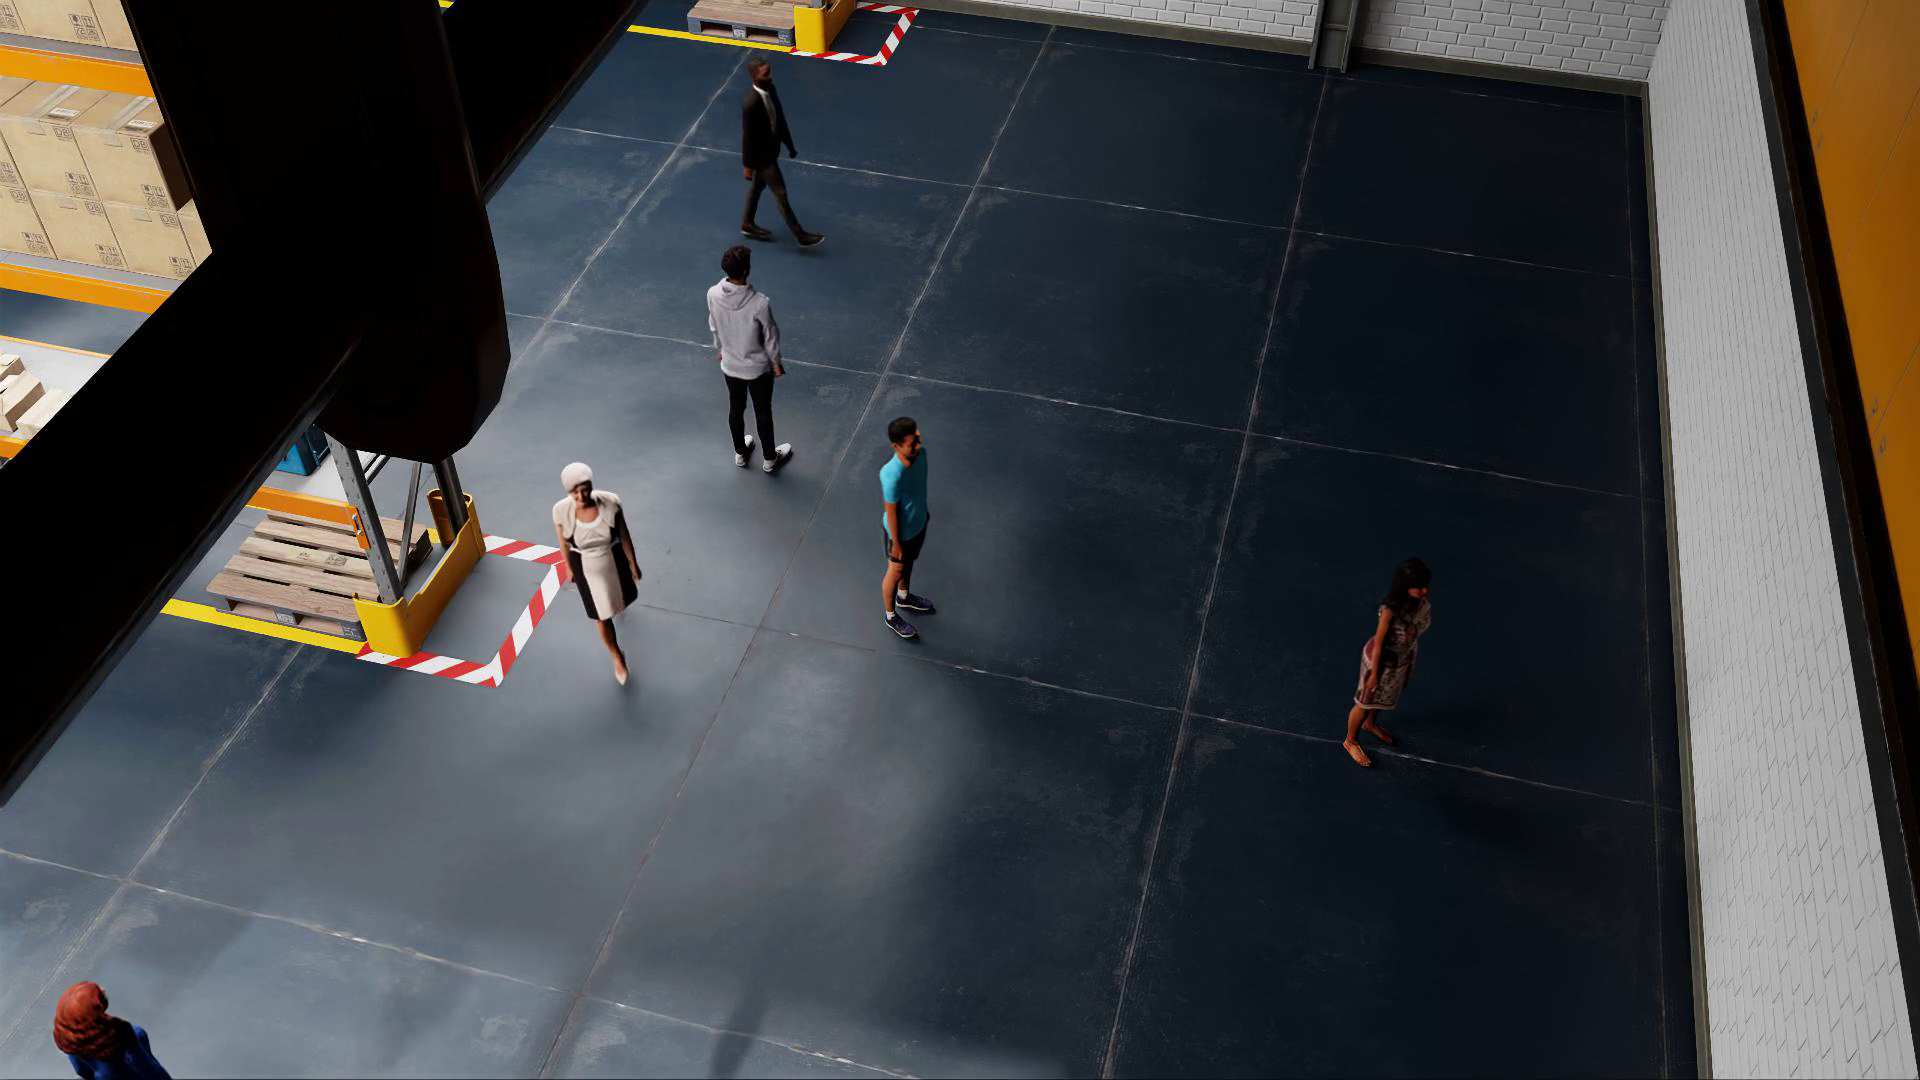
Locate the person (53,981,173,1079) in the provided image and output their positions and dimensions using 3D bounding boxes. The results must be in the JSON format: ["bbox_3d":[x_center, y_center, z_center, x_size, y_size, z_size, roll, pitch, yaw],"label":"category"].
[{"bbox_3d":[-4.002,2.711,8.105,0.493,1.827,0.671,10,44,10],"label":"person"}]

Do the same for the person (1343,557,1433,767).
[{"bbox_3d":[2.671,0.721,10.326,0.716,1.644,0.726,34,53,31],"label":"person"}]

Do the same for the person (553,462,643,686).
[{"bbox_3d":[-2.350,0.115,10.905,1.078,1.724,1.029,-11,45,-12],"label":"person"}]

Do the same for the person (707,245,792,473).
[{"bbox_3d":[-1.579,-1.328,12.270,0.530,1.930,0.750,13,45,13],"label":"person"}]

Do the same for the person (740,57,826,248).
[{"bbox_3d":[-1.797,-3.382,14.544,1.079,1.767,0.705,12,45,13],"label":"person"}]

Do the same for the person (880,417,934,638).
[{"bbox_3d":[-0.373,-0.114,11.109,0.561,1.773,0.653,18,46,18],"label":"person"}]
